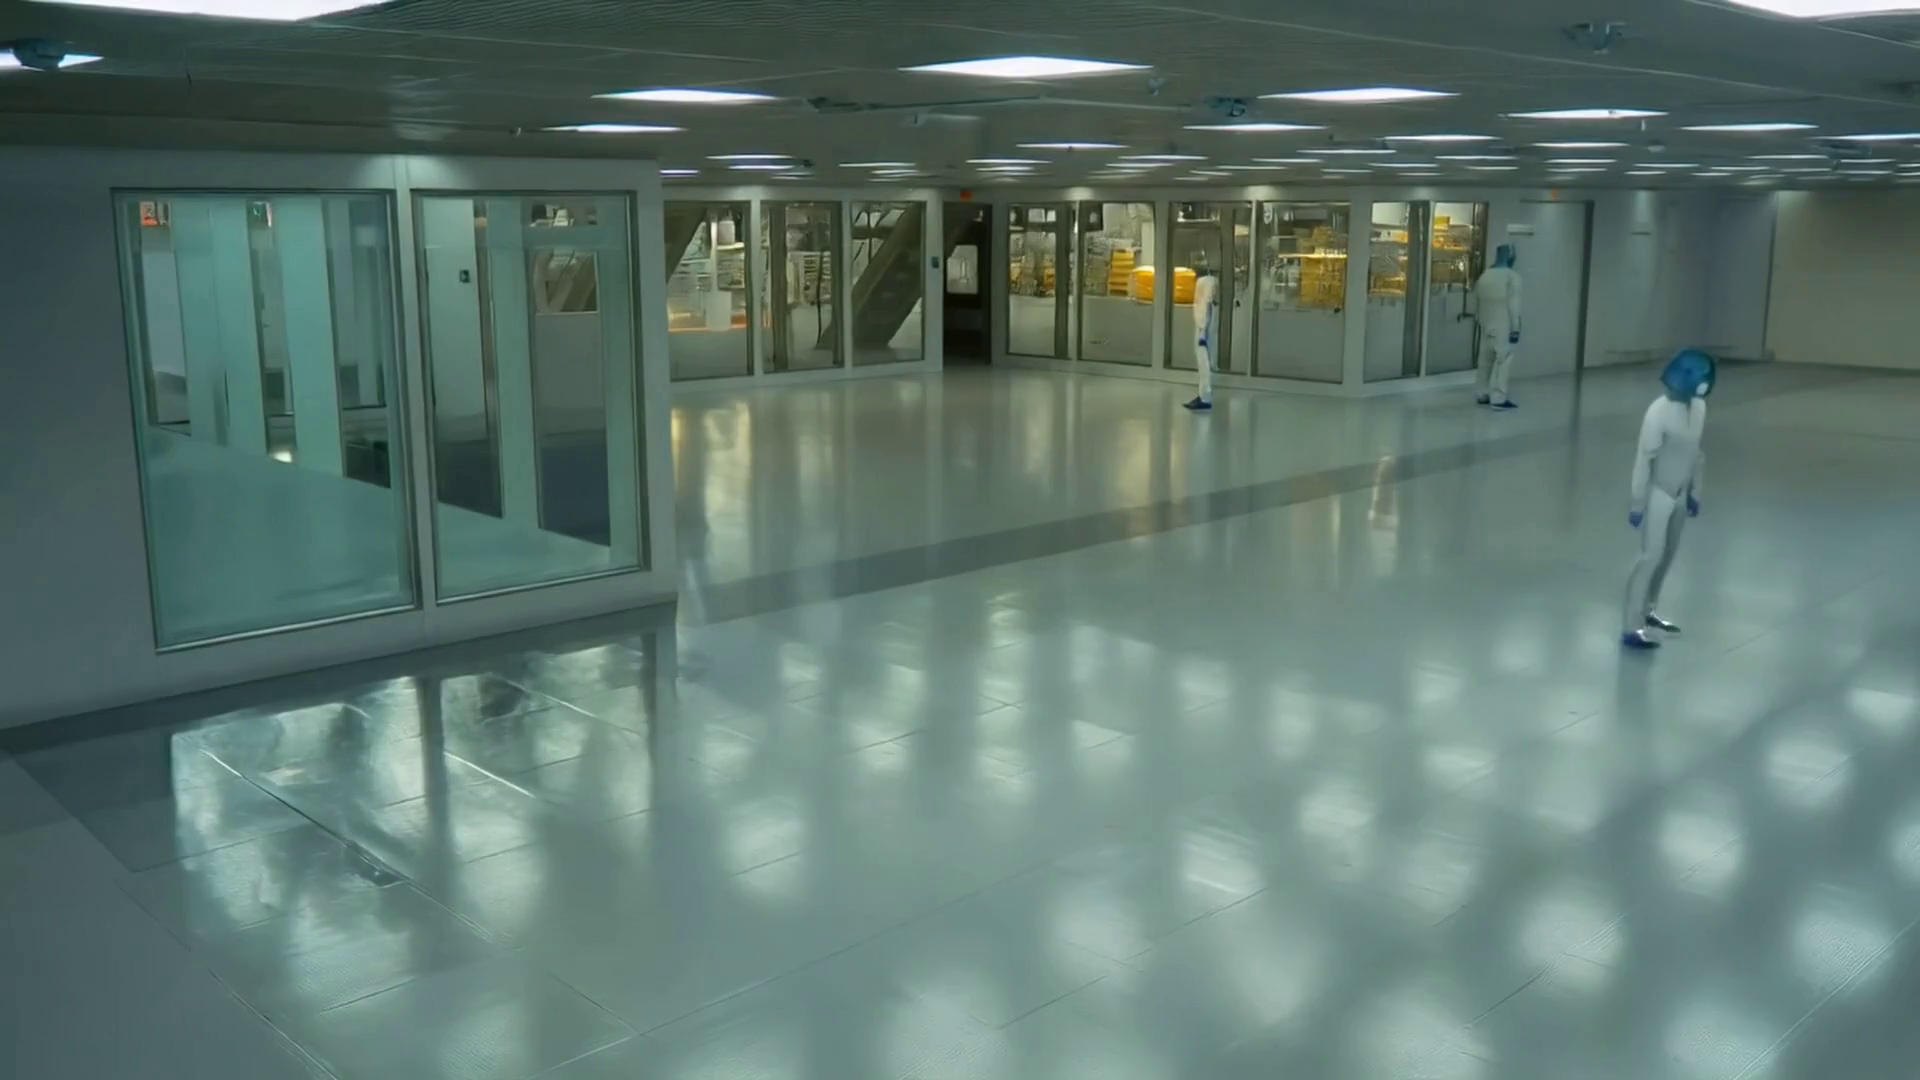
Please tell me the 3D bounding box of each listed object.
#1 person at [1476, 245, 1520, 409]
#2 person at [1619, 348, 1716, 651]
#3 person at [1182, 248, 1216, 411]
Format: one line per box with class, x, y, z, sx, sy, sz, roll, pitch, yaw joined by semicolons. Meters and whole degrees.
person;6.303;-2.484;19.424;0.400;1.902;0.643;-5;12;-21
person;3.734;-0.226;8.865;0.632;1.608;0.403;-9;14;-37
person;2.775;-2.429;19.232;0.328;1.872;0.513;0;11;0
